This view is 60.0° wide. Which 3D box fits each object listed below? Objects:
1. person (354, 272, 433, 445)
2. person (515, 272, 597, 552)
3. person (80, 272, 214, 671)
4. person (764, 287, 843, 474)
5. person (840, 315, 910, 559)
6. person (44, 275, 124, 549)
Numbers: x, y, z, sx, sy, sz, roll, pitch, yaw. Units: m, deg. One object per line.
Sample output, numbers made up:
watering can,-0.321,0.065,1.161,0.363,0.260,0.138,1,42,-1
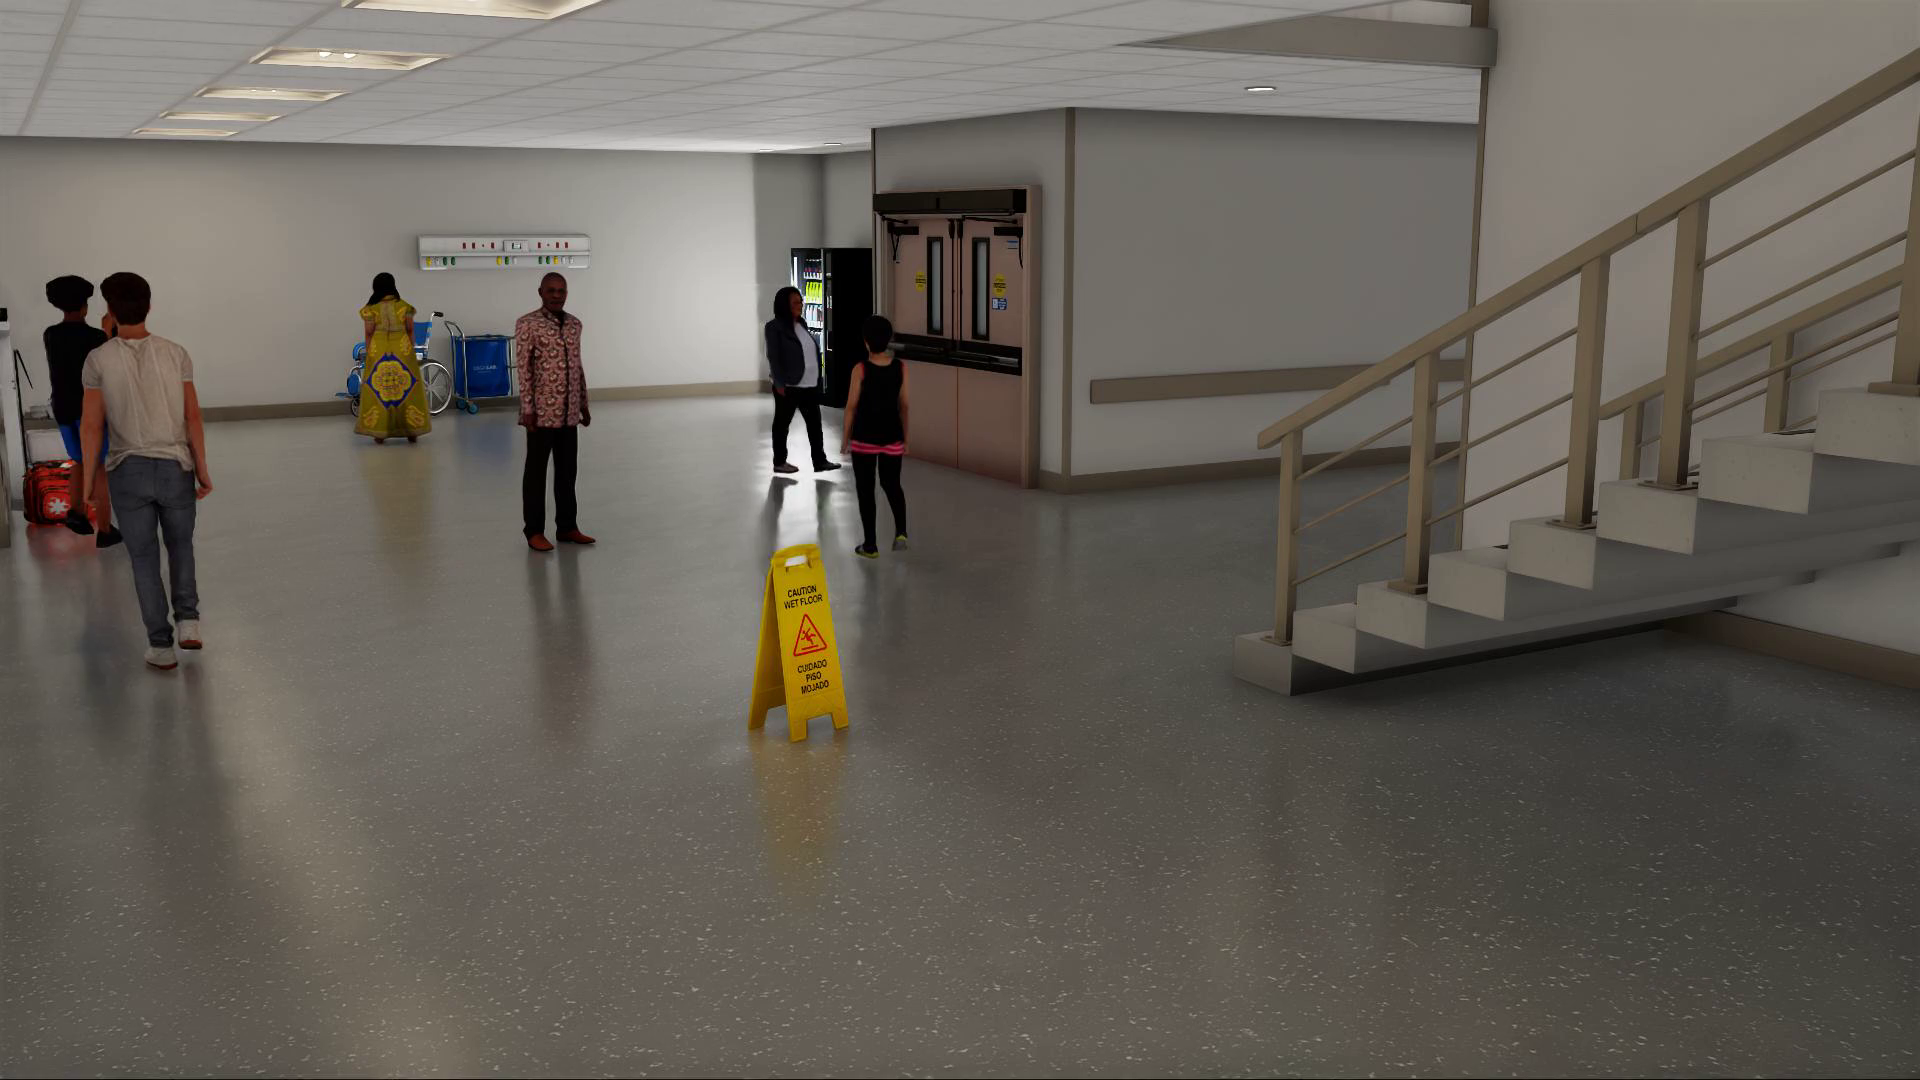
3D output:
person,-5.555,-1.780,16.239,0.870,1.656,0.723,-6,12,-27
person,-2.699,-0.862,10.992,0.726,1.808,0.761,9,14,39
person,-3.807,-0.306,7.854,0.726,1.885,0.635,-8,13,-36
person,-1.469,-1.333,14.100,0.986,1.575,0.888,7,13,32
person,-0.501,-0.637,10.511,0.569,1.545,0.634,-5,12,-26
person,-5.811,-0.830,10.902,0.756,1.778,0.804,2,11,11
